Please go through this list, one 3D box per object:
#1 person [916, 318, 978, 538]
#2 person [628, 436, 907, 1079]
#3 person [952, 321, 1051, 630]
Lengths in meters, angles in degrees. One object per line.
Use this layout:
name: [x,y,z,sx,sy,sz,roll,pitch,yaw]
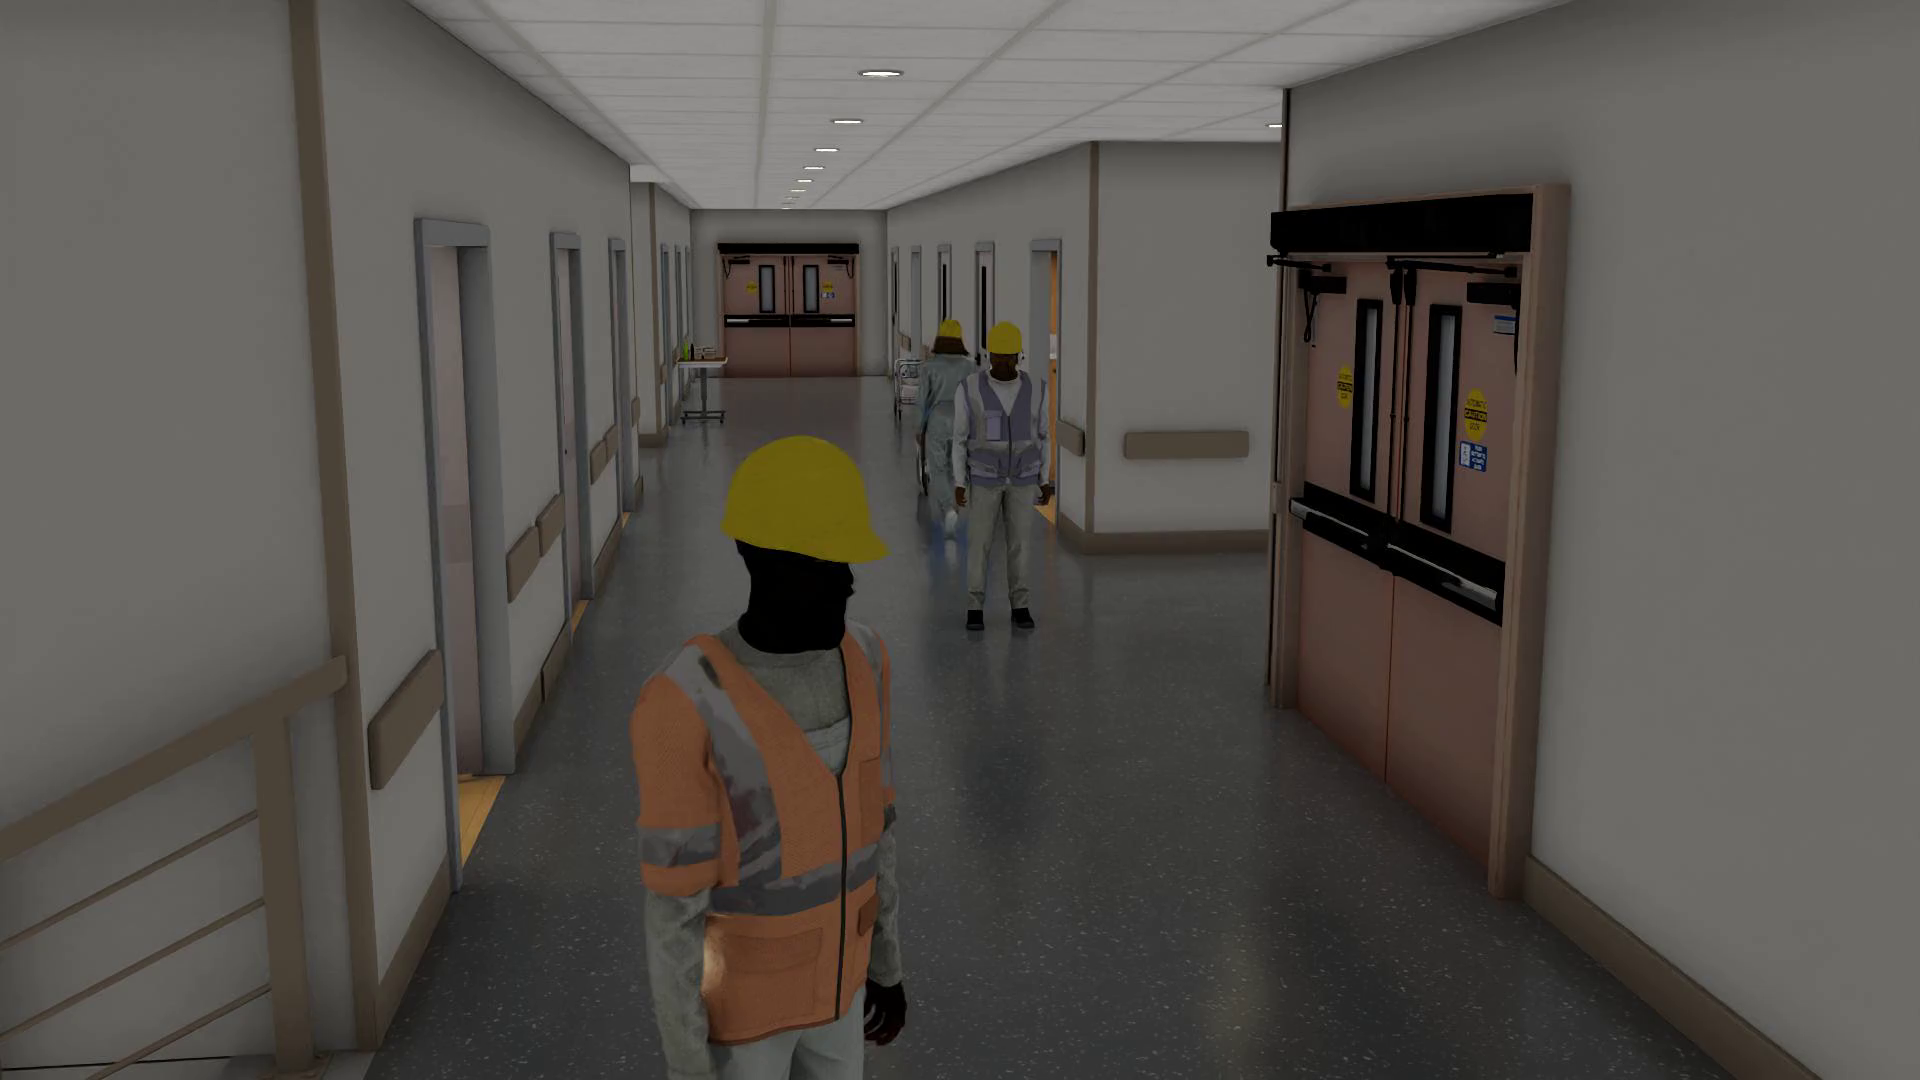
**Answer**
person: [-0.083,-0.882,13.119,0.493,1.722,0.757,-3,10,-15]
person: [-0.293,0.772,2.900,0.397,1.920,0.586,7,12,35]
person: [0.254,-0.375,9.832,0.600,1.827,0.403,-2,10,-10]
